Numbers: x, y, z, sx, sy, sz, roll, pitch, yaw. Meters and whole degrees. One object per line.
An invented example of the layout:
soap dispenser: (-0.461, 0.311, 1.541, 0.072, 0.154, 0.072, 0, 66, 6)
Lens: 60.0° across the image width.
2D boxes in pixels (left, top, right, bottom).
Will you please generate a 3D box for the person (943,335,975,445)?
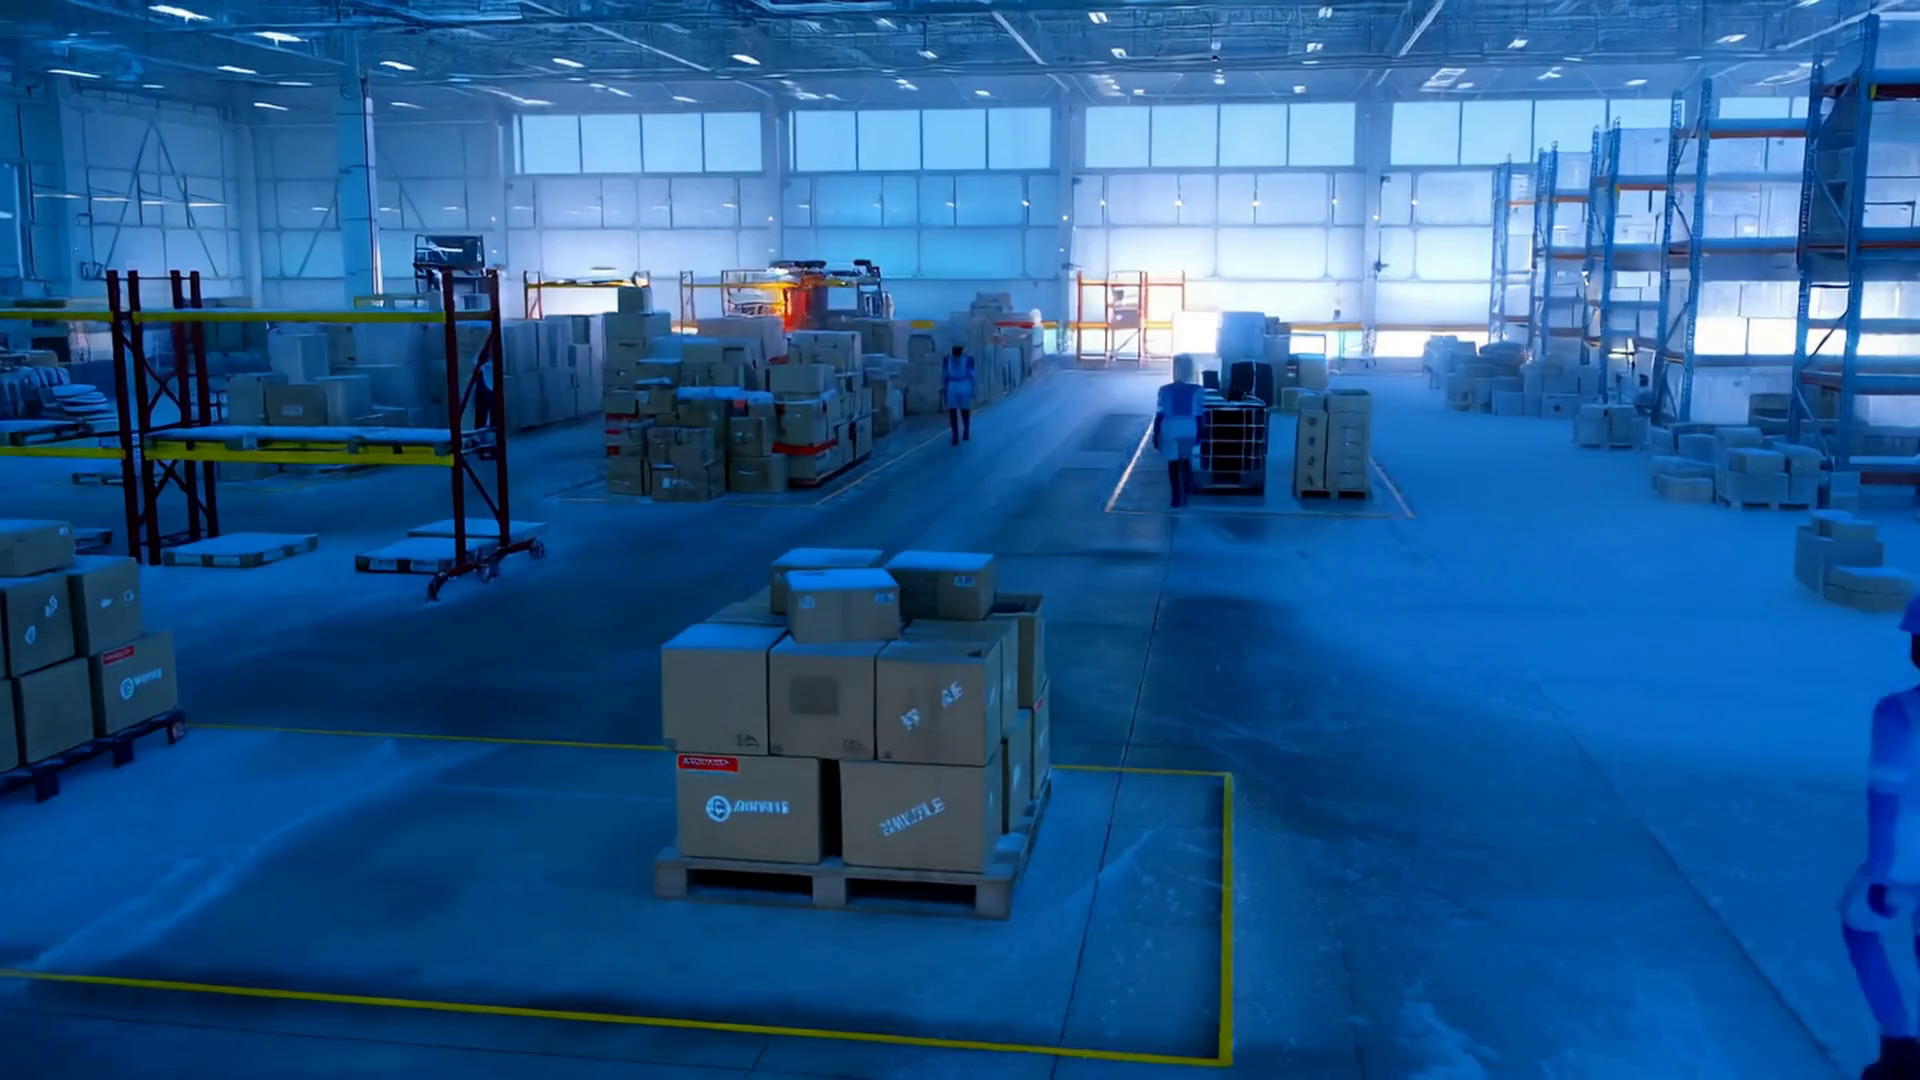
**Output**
person: (-0.015, -2.622, 29.049, 0.550, 1.920, 0.671, 2, 9, 10)

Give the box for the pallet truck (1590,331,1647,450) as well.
pallet truck: (11.253, -2.573, 28.499, 0.823, 1.965, 1.885, 5, 10, 27)

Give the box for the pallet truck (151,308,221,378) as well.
pallet truck: (-21.869, -5.598, 47.154, 0.823, 1.965, 1.885, 4, 10, 26)

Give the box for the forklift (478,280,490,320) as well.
forklift: (-12.677, -5.620, 44.574, 1.873, 2.768, 1.129, -3, 10, -17)

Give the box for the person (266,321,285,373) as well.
person: (-16.522, -4.451, 40.355, 0.631, 1.917, 0.875, 6, 11, 31)

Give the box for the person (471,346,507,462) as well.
person: (-7.473, -2.149, 26.355, 0.512, 1.845, 0.340, 2, 10, 15)

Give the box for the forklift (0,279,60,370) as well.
forklift: (-22.592, -4.798, 39.505, 1.873, 2.768, 1.129, 1, 9, 9)

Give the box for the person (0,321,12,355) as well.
person: (-22.597, -4.242, 39.146, 0.355, 1.883, 0.573, 4, 10, 22)

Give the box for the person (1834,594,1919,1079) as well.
person: (3.454, 1.114, 5.981, 0.555, 1.918, 0.407, -1, 9, -4)

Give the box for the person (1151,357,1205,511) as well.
person: (2.759, -1.364, 21.212, 0.630, 1.938, 0.780, -1, 9, -8)

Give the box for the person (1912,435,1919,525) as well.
person: (11.483, -0.988, 19.642, 0.318, 1.699, 0.535, 2, 9, 13)
